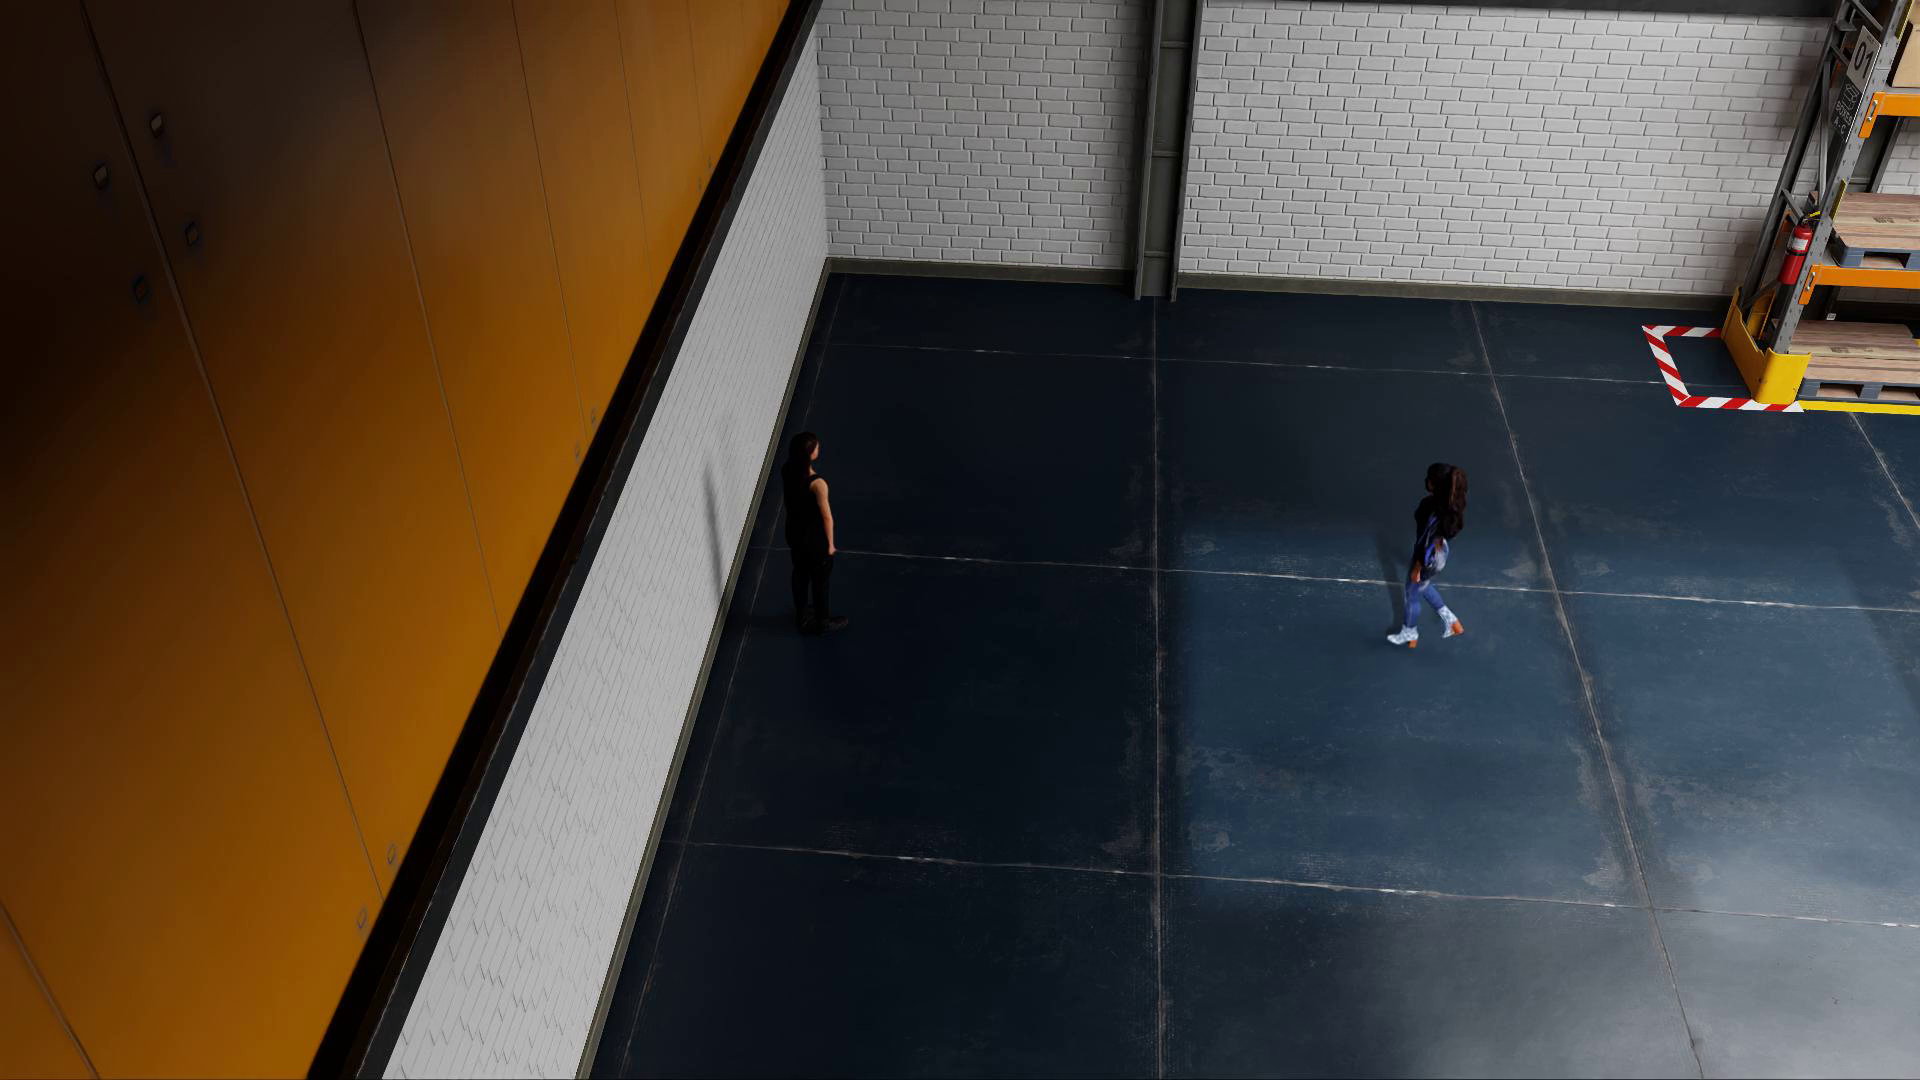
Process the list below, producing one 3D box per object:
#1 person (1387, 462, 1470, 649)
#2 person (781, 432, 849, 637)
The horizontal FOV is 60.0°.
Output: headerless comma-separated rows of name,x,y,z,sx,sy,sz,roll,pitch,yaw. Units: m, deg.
person,3.308,0.156,11.507,0.845,1.609,0.758,18,42,21
person,-1.063,-0.044,11.694,0.664,1.688,0.742,29,47,32
